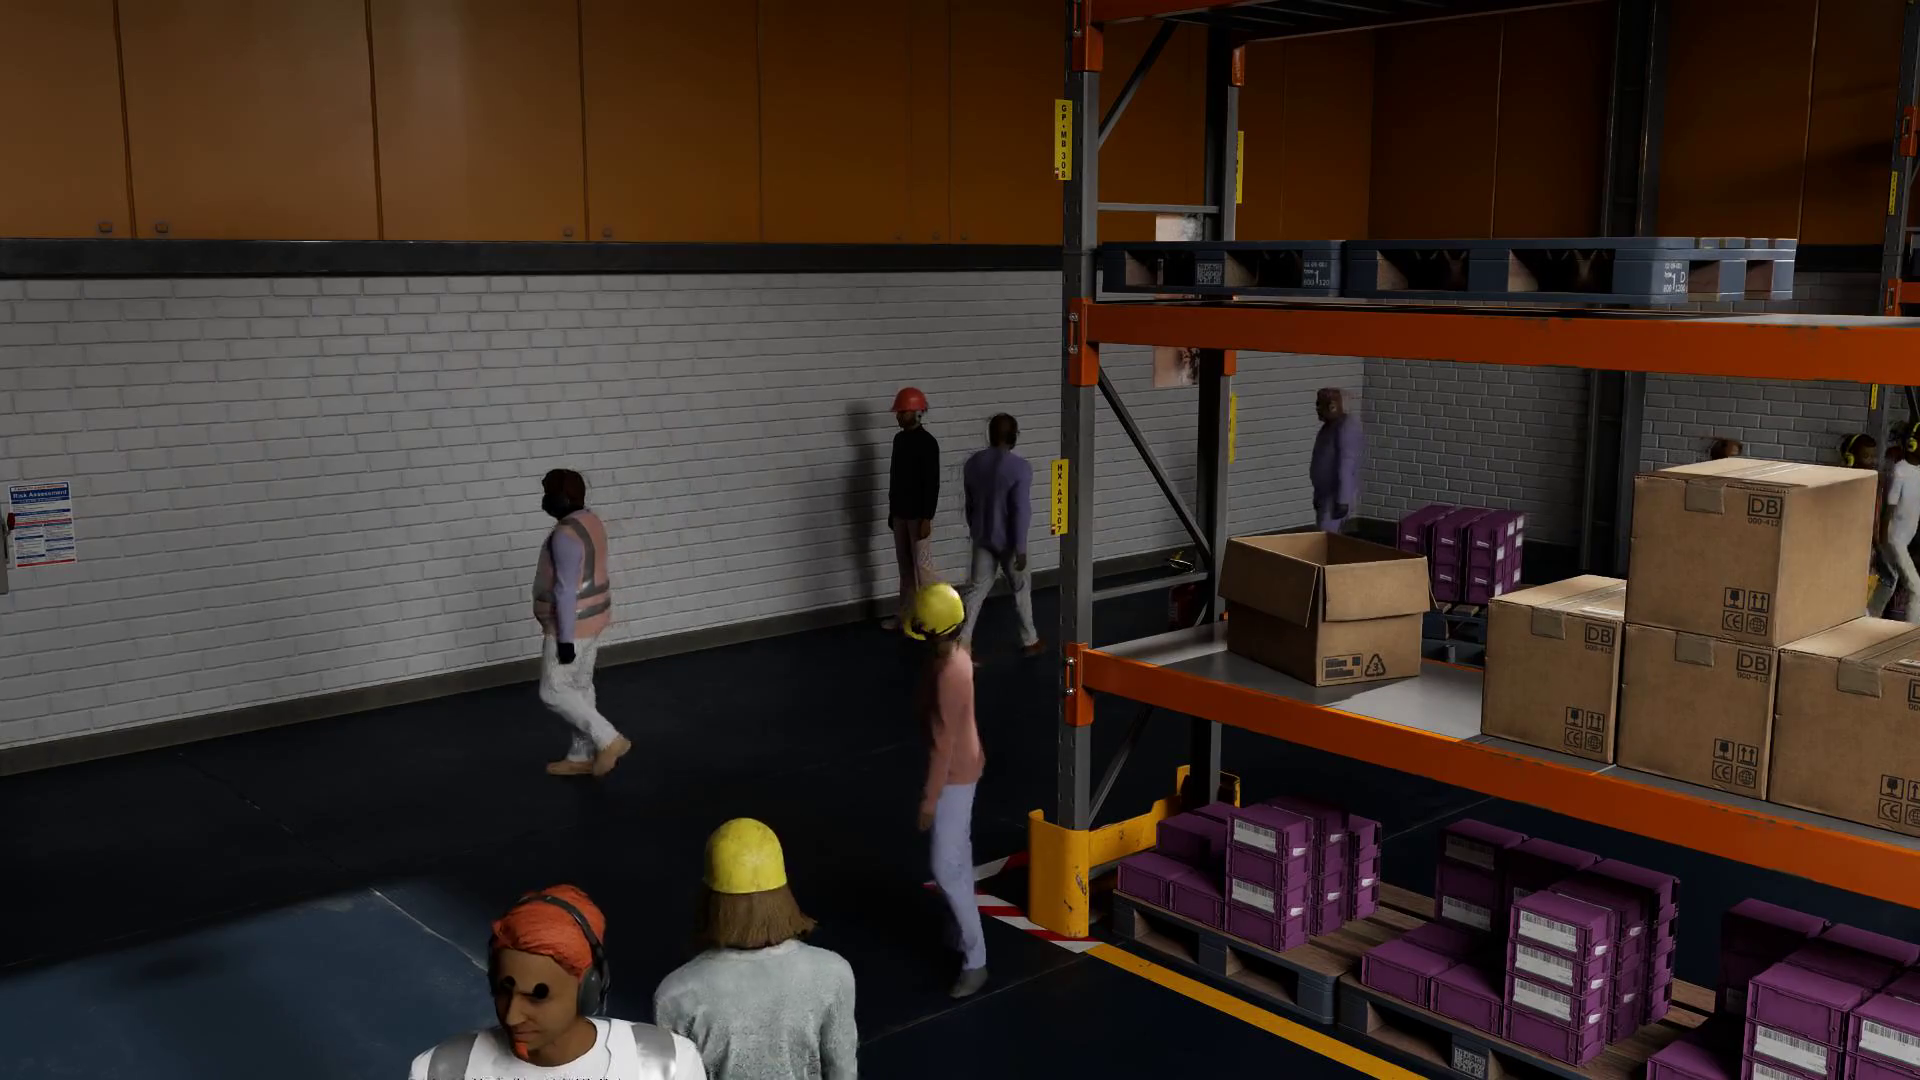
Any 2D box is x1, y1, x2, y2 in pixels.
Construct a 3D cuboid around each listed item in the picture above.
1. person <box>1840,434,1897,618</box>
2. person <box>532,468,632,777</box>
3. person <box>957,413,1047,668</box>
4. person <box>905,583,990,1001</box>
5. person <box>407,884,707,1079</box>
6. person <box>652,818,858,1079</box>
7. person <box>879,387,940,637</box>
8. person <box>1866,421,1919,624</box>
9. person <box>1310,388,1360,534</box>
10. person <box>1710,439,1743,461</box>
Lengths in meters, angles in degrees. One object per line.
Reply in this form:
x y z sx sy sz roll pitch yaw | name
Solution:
6.197 0.163 11.595 0.512 1.818 0.980 -8 12 -39 | person
-2.203 0.498 9.585 0.496 1.833 0.625 1 10 4 | person
0.273 -0.001 12.345 0.647 1.893 1.011 8 12 38 | person
-0.048 1.007 6.929 0.333 1.724 0.640 1 10 5 | person
-0.761 1.560 3.206 0.578 1.881 0.346 -2 10 -9 | person
-0.491 1.499 4.053 0.490 1.712 0.747 -2 10 -10 | person
-0.393 -0.230 13.353 0.376 1.997 0.612 -7 12 -34 | person
6.980 0.052 12.151 0.778 1.839 0.535 8 12 38 | person
3.278 -0.400 14.666 0.436 1.886 0.669 -1 10 -5 | person
6.026 0.003 13.168 0.511 1.589 0.898 -7 12 -36 | person
